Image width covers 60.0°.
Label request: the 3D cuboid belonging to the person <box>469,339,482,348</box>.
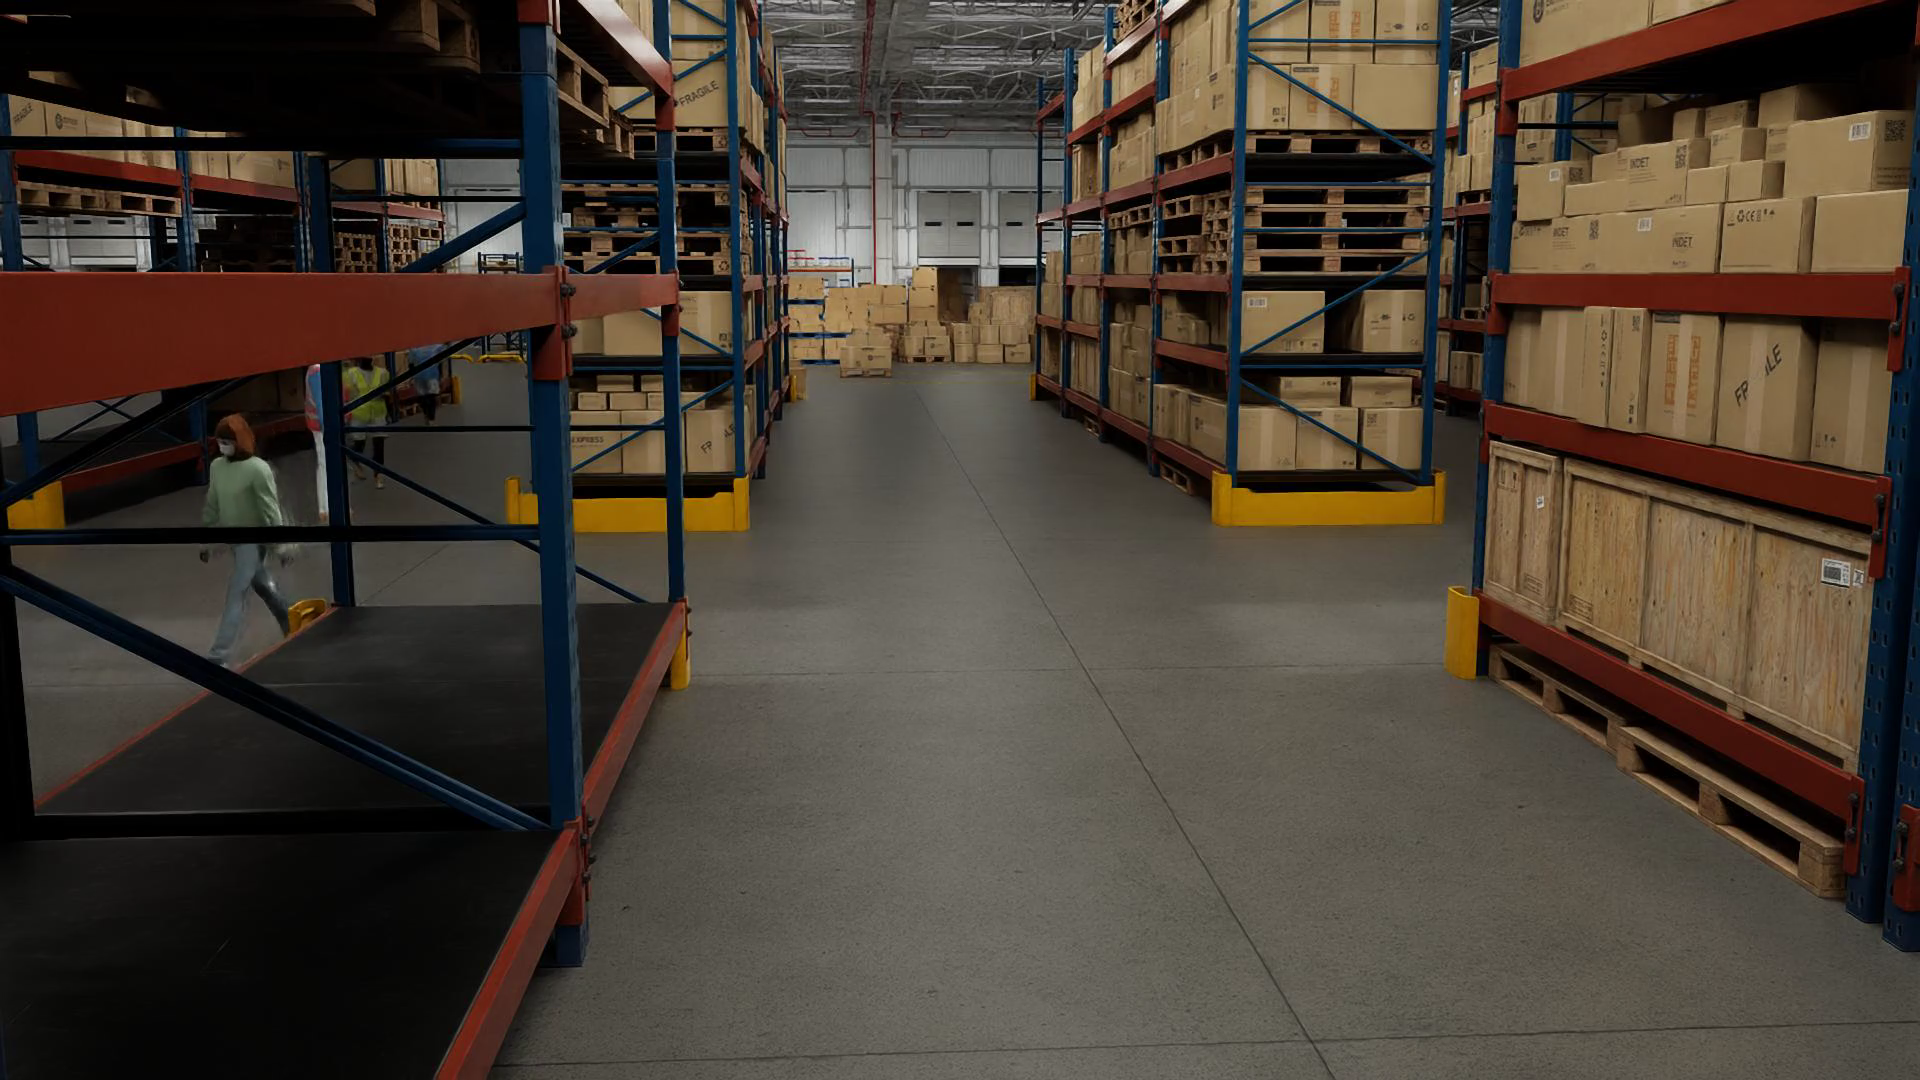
[{"bbox_3d":[-15.972,-7.275,54.819,0.378,1.917,0.598,-8,12,-41],"label":"person"}]

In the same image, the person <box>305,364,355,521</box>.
[{"bbox_3d":[-6.185,-1.097,16.322,0.430,1.832,0.633,-2,9,-15],"label":"person"}]

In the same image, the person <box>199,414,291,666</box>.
[{"bbox_3d":[-4.339,0.017,10.091,0.518,1.577,0.894,6,11,34],"label":"person"}]

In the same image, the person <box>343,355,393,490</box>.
[{"bbox_3d":[-6.698,-1.419,18.782,0.546,1.684,0.558,-5,10,-28],"label":"person"}]

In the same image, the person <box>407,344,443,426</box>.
[{"bbox_3d":[-8.239,-2.515,25.688,0.537,1.685,0.567,-1,9,-4],"label":"person"}]
